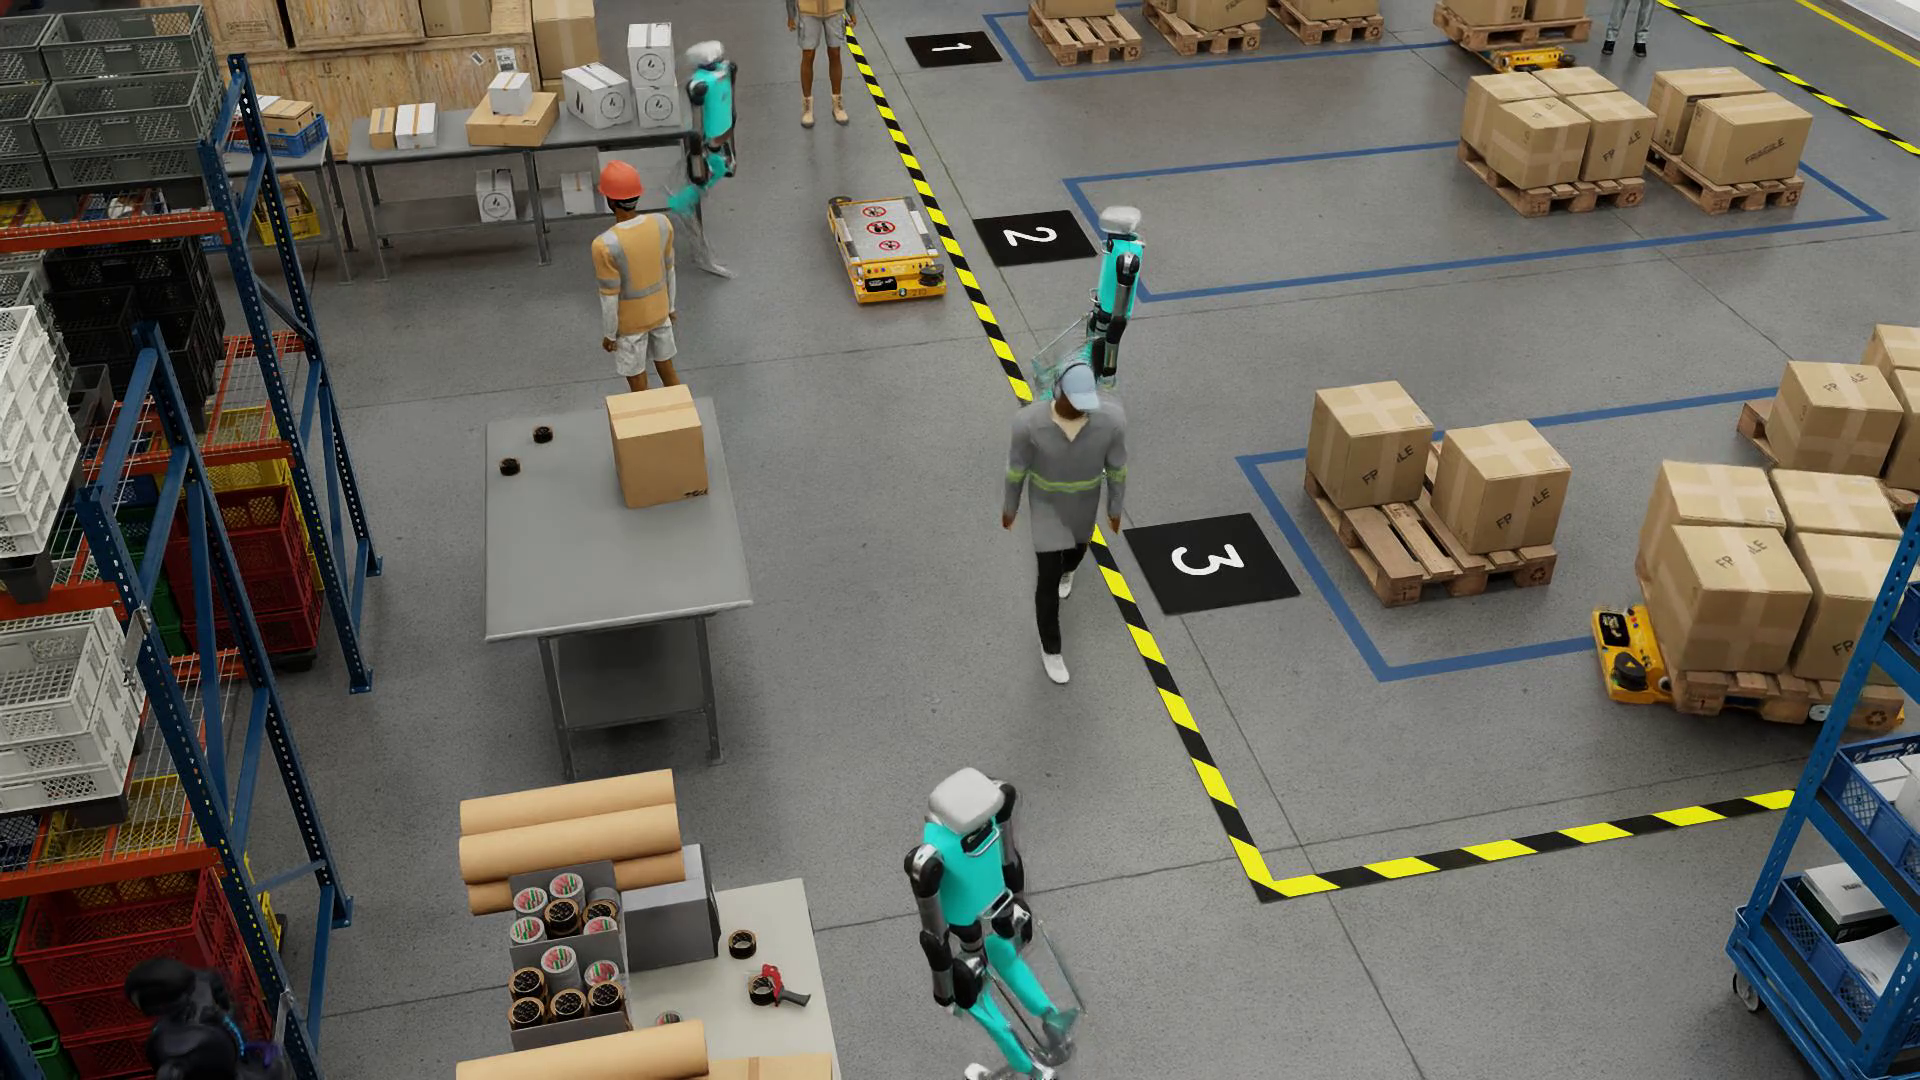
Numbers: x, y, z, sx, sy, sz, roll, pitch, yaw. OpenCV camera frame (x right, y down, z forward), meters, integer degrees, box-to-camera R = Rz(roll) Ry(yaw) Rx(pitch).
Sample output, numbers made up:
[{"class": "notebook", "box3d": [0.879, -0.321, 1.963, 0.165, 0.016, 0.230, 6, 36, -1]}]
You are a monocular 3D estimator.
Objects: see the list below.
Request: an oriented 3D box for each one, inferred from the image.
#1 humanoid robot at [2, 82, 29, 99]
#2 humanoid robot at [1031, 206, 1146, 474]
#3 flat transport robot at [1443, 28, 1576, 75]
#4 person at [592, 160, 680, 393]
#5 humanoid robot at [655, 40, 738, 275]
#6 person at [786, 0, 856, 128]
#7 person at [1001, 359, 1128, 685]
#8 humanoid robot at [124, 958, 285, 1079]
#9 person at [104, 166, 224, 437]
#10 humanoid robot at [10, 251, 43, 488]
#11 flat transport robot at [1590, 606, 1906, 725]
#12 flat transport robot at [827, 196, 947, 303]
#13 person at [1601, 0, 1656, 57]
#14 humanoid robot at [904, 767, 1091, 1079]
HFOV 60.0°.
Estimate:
[{"class": "humanoid robot", "box3d": [-7.278, -3.495, 12.912, 0.735, 1.673, 0.533, -18, 40, -23]}, {"class": "humanoid robot", "box3d": [0.682, -1.172, 9.786, 0.735, 1.677, 0.533, -1, 37, -1]}, {"class": "flat transport robot", "box3d": [5.247, -4.737, 15.897, 0.652, 0.197, 1.431, -8, 37, -10]}, {"class": "person", "box3d": [-1.932, -1.354, 9.976, 0.354, 1.938, 0.544, 29, 45, 33]}, {"class": "humanoid robot", "box3d": [-1.929, -2.764, 11.963, 0.715, 1.718, 0.532, 14, 39, 19]}, {"class": "person", "box3d": [-1.175, -4.515, 14.148, 0.609, 2.030, 0.404, -7, 37, -9]}, {"class": "person", "box3d": [0.532, -0.230, 8.580, 0.630, 1.807, 0.898, -3, 37, -4]}, {"class": "humanoid robot", "box3d": [-2.492, 1.972, 5.718, 0.363, 1.643, 0.590, -4, 37, -6]}, {"class": "person", "box3d": [-4.938, -1.485, 10.239, 0.507, 1.839, 0.338, 30, 46, 34]}, {"class": "humanoid robot", "box3d": [-5.481, -0.859, 9.502, 0.853, 1.786, 0.535, -2, 37, -3]}, {"class": "flat transport robot", "box3d": [4.104, 0.621, 8.696, 1.431, 0.197, 0.652, 5, 37, 6]}, {"class": "flat transport robot", "box3d": [-0.570, -2.220, 12.538, 0.659, 0.231, 1.431, -8, 37, -10]}, {"class": "person", "box3d": [6.441, -5.463, 15.583, 0.597, 1.835, 0.404, 8, 37, 10]}, {"class": "humanoid robot", "box3d": [0.270, 1.673, 6.121, 0.886, 1.834, 0.559, 25, 43, 29]}]
